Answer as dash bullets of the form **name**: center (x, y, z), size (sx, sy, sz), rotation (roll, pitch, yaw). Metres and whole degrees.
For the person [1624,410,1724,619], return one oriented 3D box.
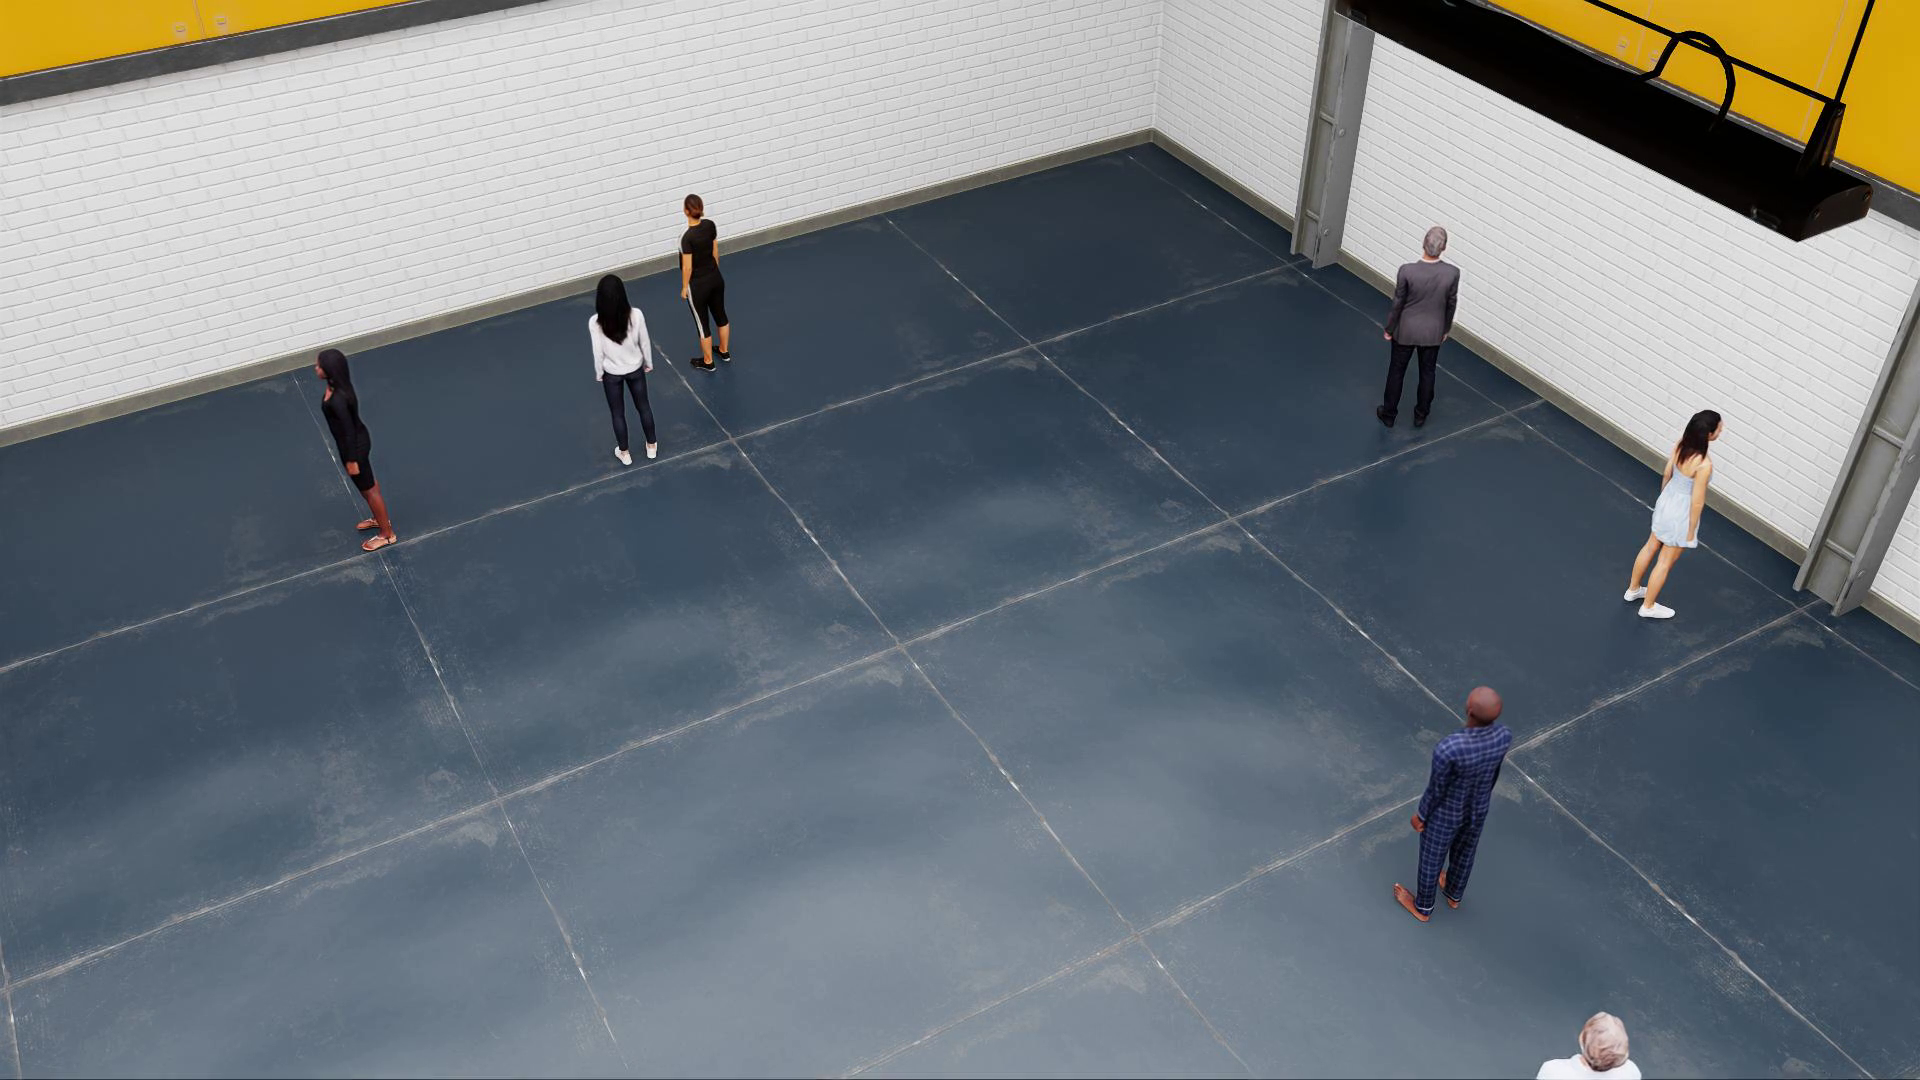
- **person**: center (5.125, -0.203, 11.906), size (0.715, 1.729, 0.579), rotation (-6, 39, -8)

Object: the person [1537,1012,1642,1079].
- **person**: center (2.898, 2.877, 7.967), size (0.735, 1.832, 0.729), rotation (-1, 39, -1)

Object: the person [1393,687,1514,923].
- **person**: center (2.899, 1.527, 9.667), size (0.684, 1.820, 0.636), rotation (-15, 41, -18)

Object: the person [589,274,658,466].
- **person**: center (-2.718, -1.375, 13.397), size (0.639, 1.700, 0.571), rotation (-15, 41, -18)

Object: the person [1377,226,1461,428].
- **person**: center (3.795, -1.754, 13.758), size (0.813, 1.842, 0.824), rotation (3, 39, 3)

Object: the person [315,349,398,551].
- **person**: center (-4.574, -0.693, 12.527), size (0.697, 1.720, 0.469), rotation (-14, 41, -17)

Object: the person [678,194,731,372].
- **person**: center (-2.239, -2.263, 14.534), size (0.635, 1.668, 0.652), rotation (27, 46, 30)
